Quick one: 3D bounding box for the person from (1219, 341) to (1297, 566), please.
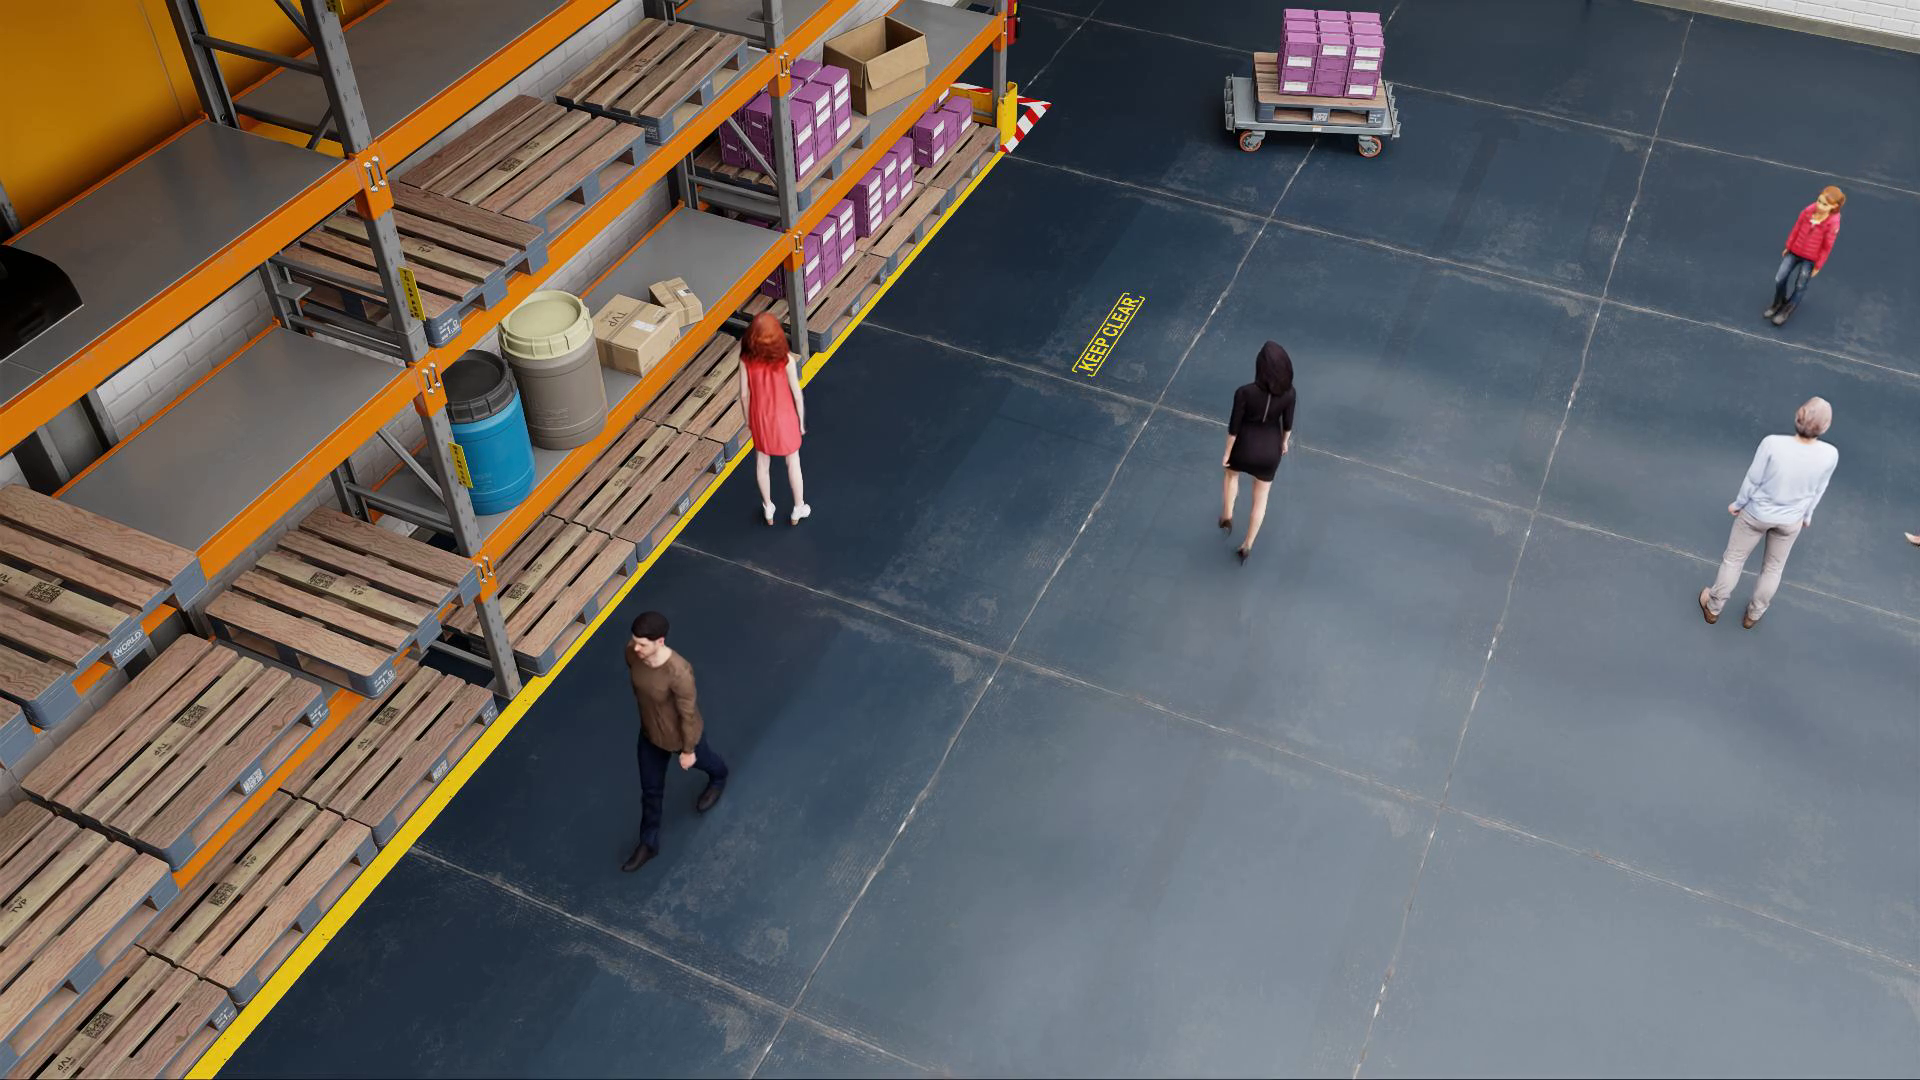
[{"bbox_3d":[2.045,-0.520,11.459,0.791,1.784,0.866,0,44,0],"label":"person"}]

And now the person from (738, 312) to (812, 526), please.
[{"bbox_3d":[-1.318,-0.837,11.760,0.642,1.826,0.604,6,44,6],"label":"person"}]

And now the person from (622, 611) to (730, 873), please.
[{"bbox_3d":[-1.636,1.058,9.763,0.719,1.839,1.160,22,48,21],"label":"person"}]

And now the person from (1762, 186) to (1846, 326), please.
[{"bbox_3d":[7.021,-2.370,13.745,0.637,1.310,0.613,-27,50,-25],"label":"person"}]

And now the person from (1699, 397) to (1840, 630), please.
[{"bbox_3d":[5.381,-0.168,11.009,0.686,1.894,0.609,13,45,13],"label":"person"}]
